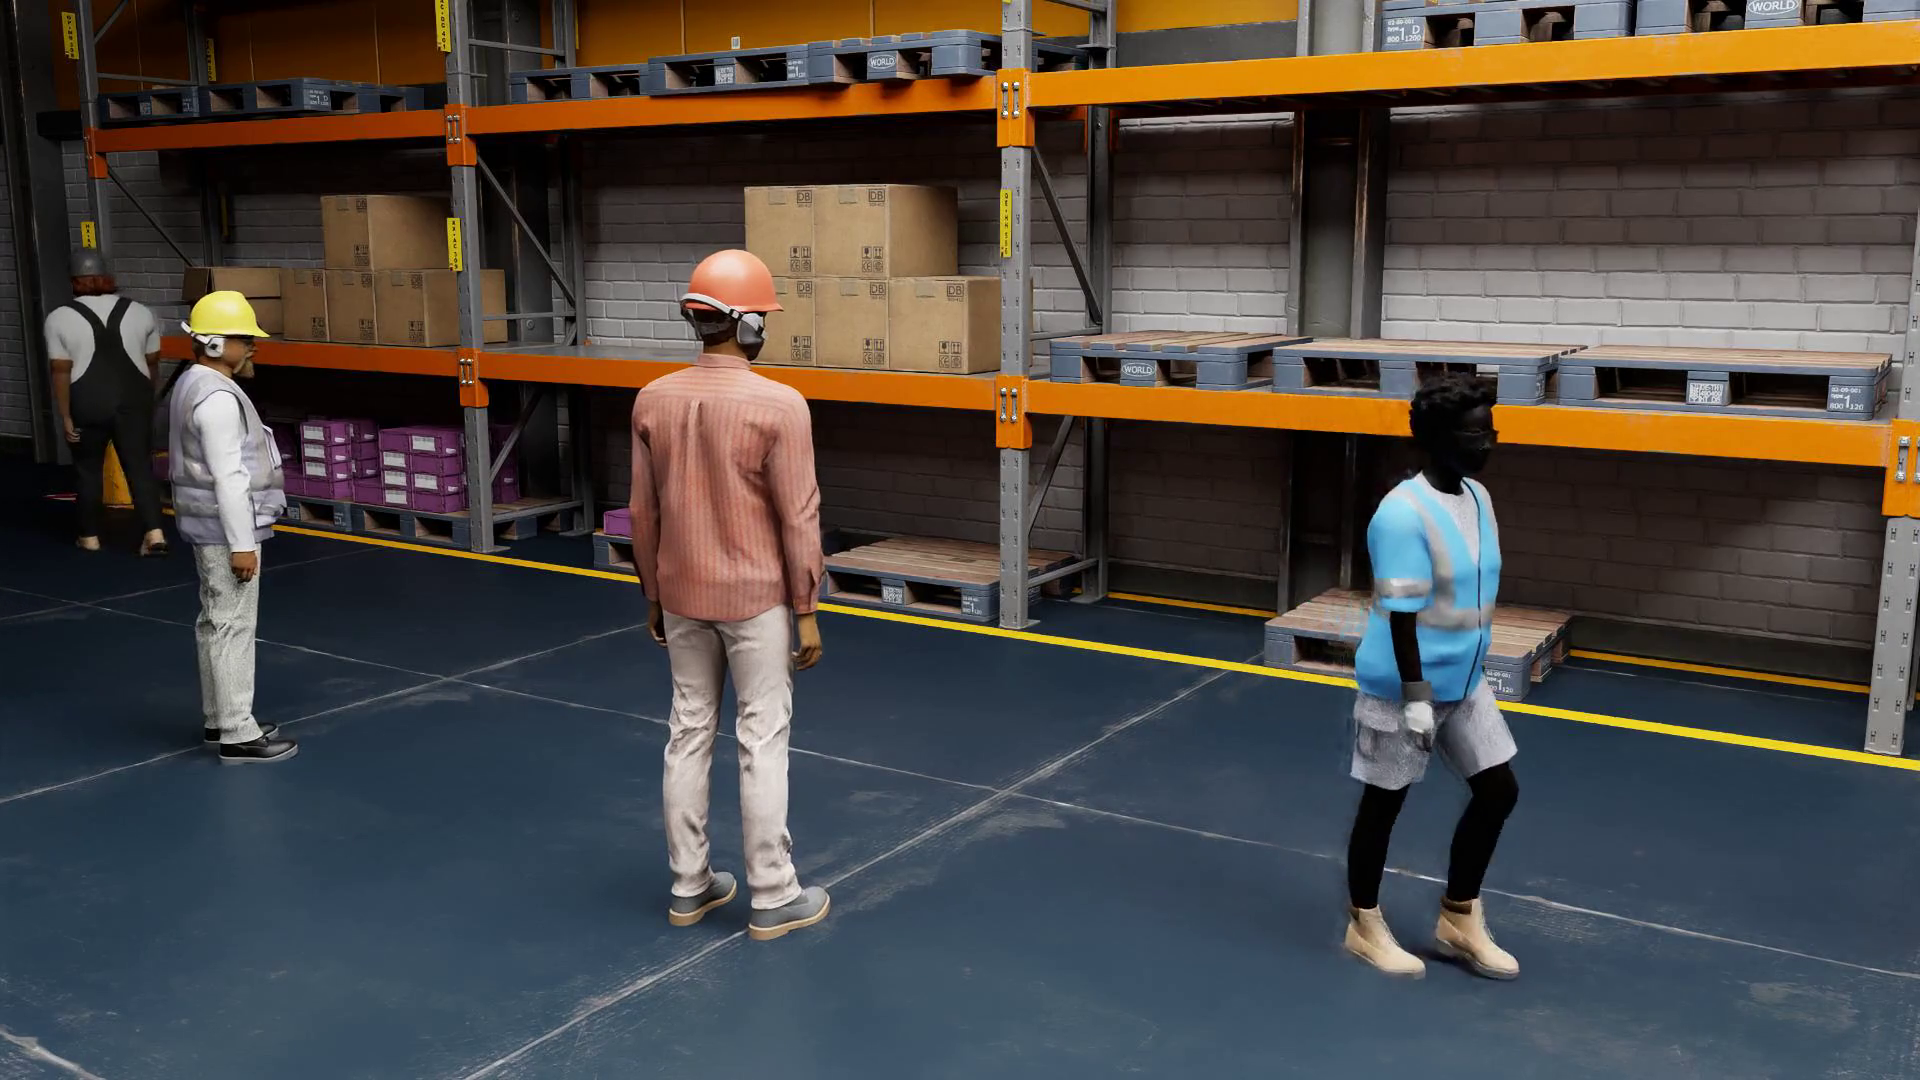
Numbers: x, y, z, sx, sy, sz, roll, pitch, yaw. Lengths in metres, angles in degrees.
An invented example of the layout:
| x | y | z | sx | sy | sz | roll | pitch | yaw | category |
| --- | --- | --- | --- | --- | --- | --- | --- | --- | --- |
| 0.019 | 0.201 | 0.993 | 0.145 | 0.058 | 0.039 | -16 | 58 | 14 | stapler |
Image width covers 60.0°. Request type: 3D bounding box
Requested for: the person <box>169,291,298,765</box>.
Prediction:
| x | y | z | sx | sy | sz | roll | pitch | yaw | category |
| --- | --- | --- | --- | --- | --- | --- | --- | --- | --- |
| -2.837 | -0.048 | 6.483 | 0.403 | 1.828 | 0.597 | -7 | 12 | -33 | person |

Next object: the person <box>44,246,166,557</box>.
| x | y | z | sx | sy | sz | roll | pitch | yaw | category |
| --- | --- | --- | --- | --- | --- | --- | --- | --- | --- |
| -5.454 | -0.908 | 10.664 | 0.685 | 2.000 | 1.002 | -9 | 13 | -39 | person |

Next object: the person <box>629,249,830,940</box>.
| x | y | z | sx | sy | sz | roll | pitch | yaw | category |
| --- | --- | --- | --- | --- | --- | --- | --- | --- | --- |
| -0.661 | 0.162 | 4.857 | 0.616 | 1.993 | 0.395 | 5 | 11 | 27 | person |

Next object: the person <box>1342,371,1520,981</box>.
| x | y | z | sx | sy | sz | roll | pitch | yaw | category |
| --- | --- | --- | --- | --- | --- | --- | --- | --- | --- |
| 1.297 | 0.395 | 4.444 | 0.537 | 1.678 | 0.575 | -9 | 13 | -40 | person |
